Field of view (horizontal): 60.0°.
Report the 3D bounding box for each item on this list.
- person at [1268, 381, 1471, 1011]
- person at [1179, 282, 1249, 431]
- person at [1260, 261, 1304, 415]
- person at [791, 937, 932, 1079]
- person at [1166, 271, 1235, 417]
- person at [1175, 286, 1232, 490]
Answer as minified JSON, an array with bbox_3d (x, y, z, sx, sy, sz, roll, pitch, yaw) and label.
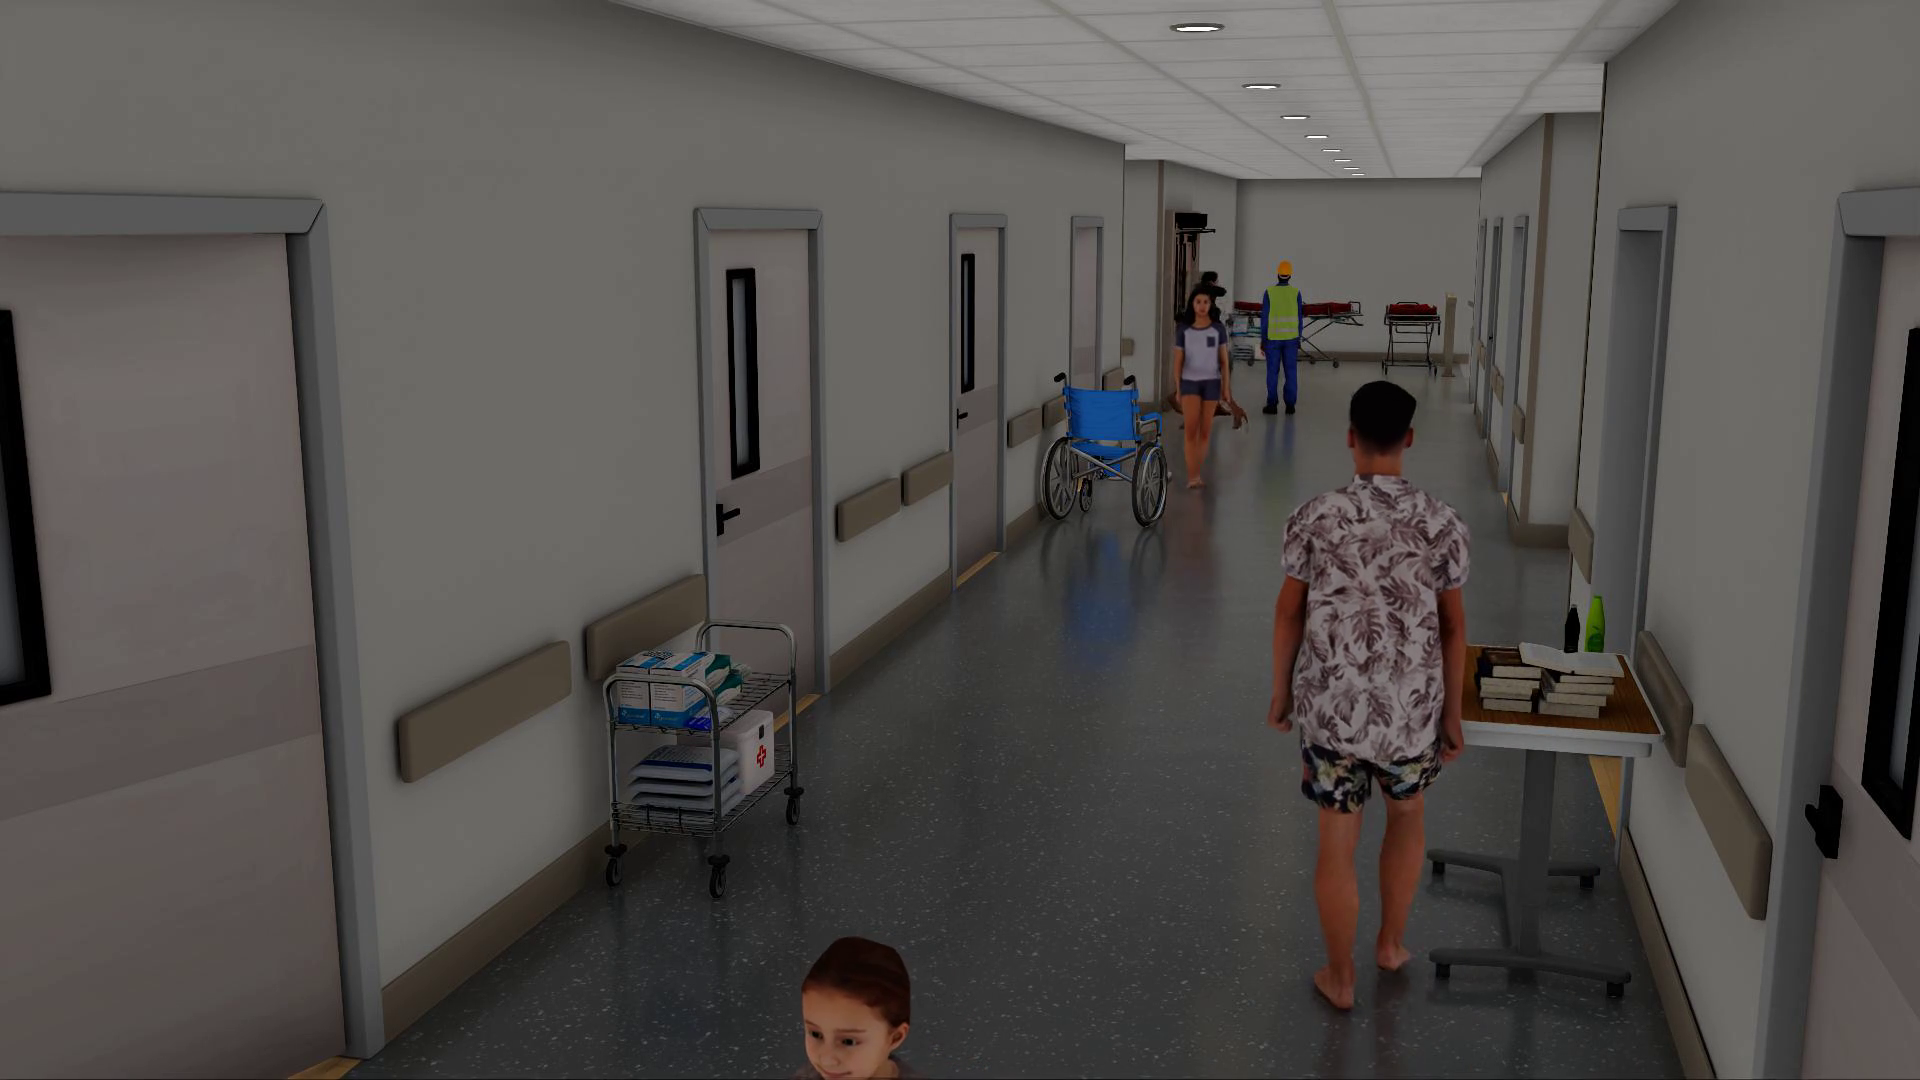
[{"bbox_3d":[1.166,0.472,4.696,0.735,1.802,0.700,1,11,7],"label":"person"},{"bbox_3d":[2.742,-1.926,17.871,0.768,1.603,1.007,5,12,24],"label":"person"},{"bbox_3d":[3.853,-2.428,19.953,0.733,1.813,0.678,0,11,-2],"label":"person"},{"bbox_3d":[-0.127,1.176,2.618,0.495,1.194,0.494,5,12,23],"label":"person"},{"bbox_3d":[2.810,-2.271,19.463,0.787,1.687,1.023,1,11,5],"label":"person"},{"bbox_3d":[2.059,-1.295,14.276,0.764,1.703,1.013,0,11,-2],"label":"person"}]
